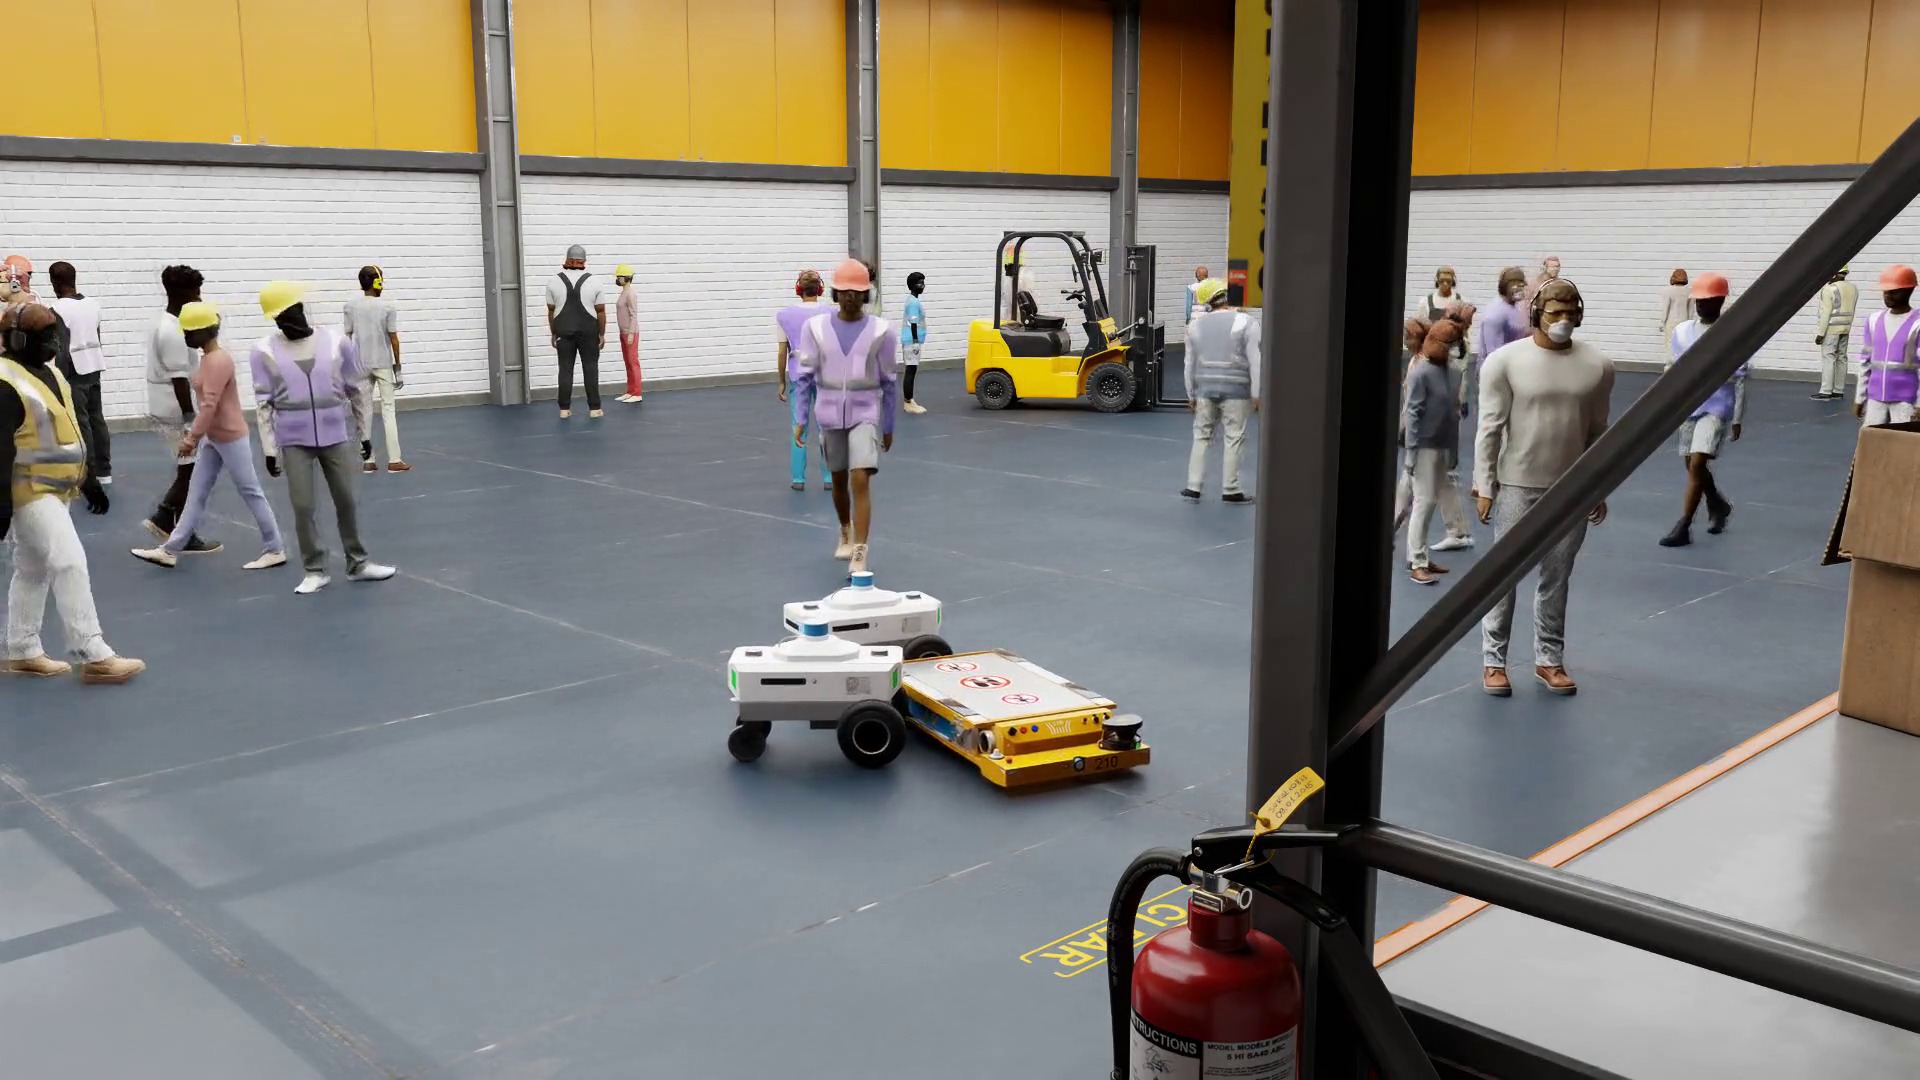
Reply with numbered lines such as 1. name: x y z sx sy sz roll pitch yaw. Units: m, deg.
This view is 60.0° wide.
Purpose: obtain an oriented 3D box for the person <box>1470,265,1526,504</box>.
1. person: 4.358 -1.252 13.410 0.381 1.917 0.740 7 13 34

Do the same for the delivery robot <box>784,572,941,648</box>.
1. delivery robot: -0.458 0.392 7.805 0.707 0.478 0.477 -5 11 -24

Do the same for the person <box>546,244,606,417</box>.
1. person: -4.490 -2.461 19.566 0.683 2.000 0.535 -1 10 -5

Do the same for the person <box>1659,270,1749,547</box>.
1. person: 5.206 -0.927 11.600 0.934 1.902 0.556 -8 13 -38

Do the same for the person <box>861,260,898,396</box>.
1. person: -1.306 -2.784 21.988 0.919 1.813 0.622 -7 13 -34

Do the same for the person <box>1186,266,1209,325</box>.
1. person: 3.836 -3.521 26.440 0.514 1.641 0.309 -2 11 -9

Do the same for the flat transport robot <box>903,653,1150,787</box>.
1. flat transport robot: 0.153 0.714 7.078 0.652 0.197 1.431 -5 12 -26

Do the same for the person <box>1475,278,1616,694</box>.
1. person: 2.699 -0.237 7.721 0.635 1.936 0.355 -1 10 -3

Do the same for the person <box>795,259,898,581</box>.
1. person: -0.708 -0.782 10.580 0.625 1.995 1.063 1 10 4

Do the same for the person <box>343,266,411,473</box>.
1. person: -5.269 -1.529 14.977 0.517 1.861 0.334 1 10 4

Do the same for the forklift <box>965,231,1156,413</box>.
1. forklift: 1.222 -2.721 20.561 2.313 2.155 1.214 2 11 13

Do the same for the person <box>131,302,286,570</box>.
1. person: -4.746 -0.626 10.449 0.913 1.713 0.528 -8 13 -36

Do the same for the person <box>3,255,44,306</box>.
1. person: -9.199 -1.831 16.411 0.375 1.935 0.551 -7 12 -33

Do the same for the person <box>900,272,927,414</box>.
1. person: -0.556 -2.371 20.006 0.322 1.699 0.535 -1 10 -3

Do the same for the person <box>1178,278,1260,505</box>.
1. person: 2.063 -1.161 13.182 0.675 1.789 0.405 6 12 29

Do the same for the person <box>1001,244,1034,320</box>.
1. person: 0.816 -3.389 24.721 0.622 2.012 0.963 6 12 30

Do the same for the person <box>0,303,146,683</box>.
1. person: -4.266 -0.215 7.951 0.816 1.814 0.630 -2 11 -8

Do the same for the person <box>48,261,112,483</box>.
1. person: -7.466 -1.393 14.093 0.391 1.913 0.587 1 10 5

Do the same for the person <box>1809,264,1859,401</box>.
1. person: 11.282 -2.710 21.483 0.588 1.835 0.404 -5 11 -24

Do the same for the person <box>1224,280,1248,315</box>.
1. person: 3.533 -2.720 21.402 0.337 1.882 0.584 3 11 14

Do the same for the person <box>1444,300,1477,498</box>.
1. person: 3.916 -1.146 13.556 0.359 1.612 0.661 -3 11 -15

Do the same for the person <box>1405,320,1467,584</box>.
1. person: 2.931 -0.544 10.287 0.549 1.611 0.434 -9 14 -41

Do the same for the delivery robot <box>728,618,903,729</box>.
1. delivery robot: -0.591 0.567 6.848 0.707 0.478 0.477 0 10 -1

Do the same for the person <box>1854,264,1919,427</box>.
1. person: 6.856 -1.059 12.251 0.399 1.927 0.544 -6 12 -28

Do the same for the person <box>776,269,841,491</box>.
1. person: -1.236 -1.324 13.880 0.571 1.849 0.382 -1 10 -4

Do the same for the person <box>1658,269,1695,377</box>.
1. person: 10.733 -3.234 24.905 0.512 1.630 0.267 -1 10 -6

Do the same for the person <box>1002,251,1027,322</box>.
1. person: 0.810 -3.102 23.403 0.618 1.914 0.601 0 10 0

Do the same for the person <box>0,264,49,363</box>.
1. person: -7.288 -1.183 12.965 0.400 1.907 0.644 -7 13 -34

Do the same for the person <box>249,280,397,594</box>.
1. person: -3.809 -0.612 9.940 0.743 1.874 0.462 -6 12 -29

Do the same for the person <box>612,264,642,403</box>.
1. person: -4.263 -2.639 21.285 0.312 1.769 0.522 -5 12 -26

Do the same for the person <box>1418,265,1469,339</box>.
1. person: 5.012 -1.941 17.317 0.517 1.831 0.499 3 11 13

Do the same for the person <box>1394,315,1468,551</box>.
1. person: 3.075 -0.706 11.176 0.819 1.589 0.523 1 10 5

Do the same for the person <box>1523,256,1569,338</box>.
1. person: 7.759 -2.831 22.085 0.646 1.874 0.976 0 10 -1

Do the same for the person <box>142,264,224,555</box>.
1. person: -5.169 -0.853 11.066 0.422 1.939 0.631 -6 12 -29
